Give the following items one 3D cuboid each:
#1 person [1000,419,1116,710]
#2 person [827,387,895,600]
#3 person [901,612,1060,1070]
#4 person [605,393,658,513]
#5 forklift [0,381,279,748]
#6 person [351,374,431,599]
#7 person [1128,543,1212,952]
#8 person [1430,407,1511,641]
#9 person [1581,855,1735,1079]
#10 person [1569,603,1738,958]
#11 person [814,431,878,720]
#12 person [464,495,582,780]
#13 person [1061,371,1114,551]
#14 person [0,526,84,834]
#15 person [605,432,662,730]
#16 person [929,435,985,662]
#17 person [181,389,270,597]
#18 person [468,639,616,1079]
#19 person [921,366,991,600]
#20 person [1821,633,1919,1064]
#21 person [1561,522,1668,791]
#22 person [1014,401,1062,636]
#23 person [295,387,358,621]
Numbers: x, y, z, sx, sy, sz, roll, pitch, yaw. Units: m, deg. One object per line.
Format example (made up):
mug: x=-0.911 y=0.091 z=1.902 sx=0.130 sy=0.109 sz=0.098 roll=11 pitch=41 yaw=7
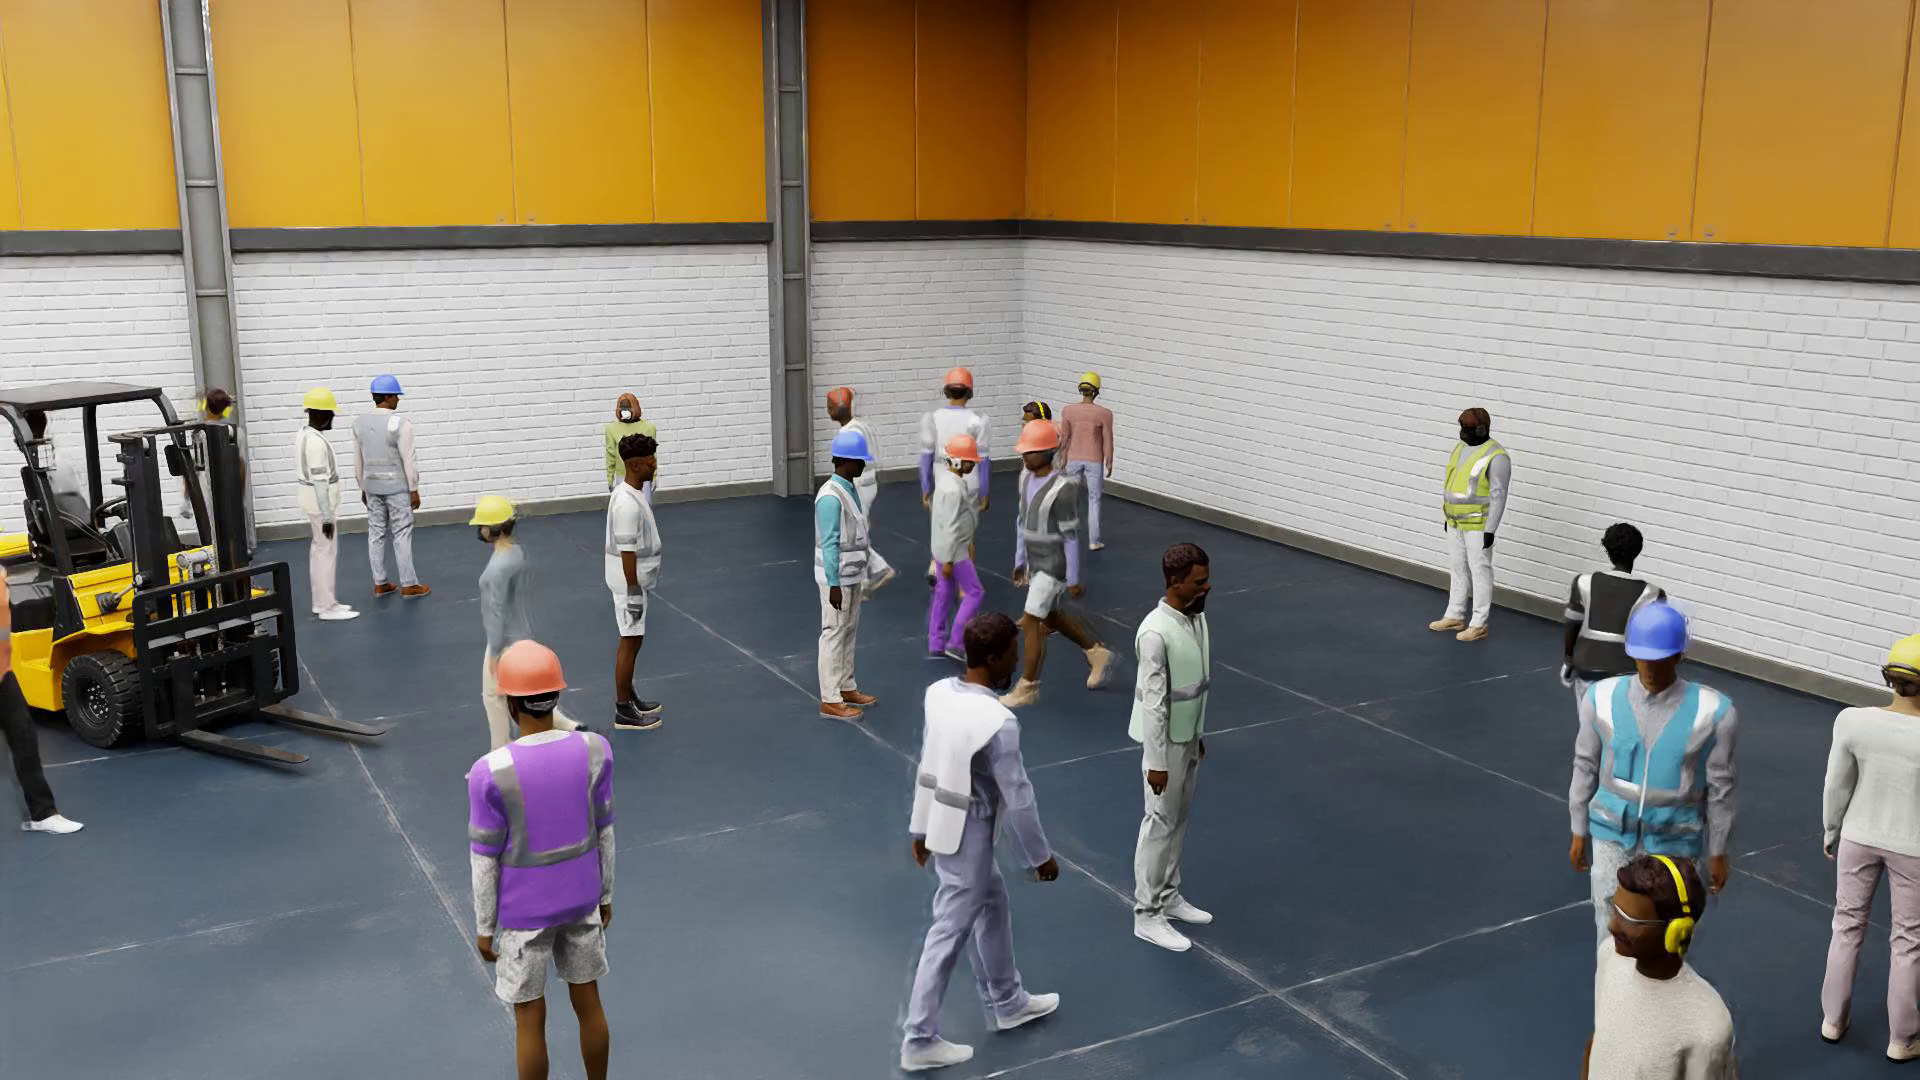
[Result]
person: x=0.678 y=0.153 z=11.348 sx=0.930 sy=2.009 sz=0.610 roll=-5 pitch=13 yaw=-22
person: x=-0.879 y=-0.387 z=14.211 sx=0.485 sy=1.865 sz=0.580 roll=-2 pitch=12 yaw=-11
person: x=0.137 y=1.203 z=6.704 sx=0.902 sy=1.879 sz=0.594 roll=-5 pitch=13 yaw=-22
person: x=-3.088 y=-0.583 z=15.678 sx=0.494 sy=1.624 sz=0.281 roll=0 pitch=12 yaw=2
forklift: x=-5.853 y=0.085 z=11.199 sx=2.313 sy=2.155 sz=1.214 roll=7 pitch=14 yaw=28
person: x=-4.913 y=-0.453 z=14.319 sx=0.604 sy=1.942 sz=0.402 roll=4 pitch=13 yaw=19
person: x=0.994 y=0.945 z=7.821 sx=0.377 sy=1.916 sz=0.599 roll=6 pitch=13 yaw=26
person: x=4.003 y=-0.131 z=13.063 sx=0.430 sy=1.838 sz=0.620 roll=-4 pitch=13 yaw=-19
person: x=1.883 y=1.694 z=4.490 sx=0.796 sy=1.850 sz=0.522 roll=-2 pitch=12 yaw=-7
person: x=2.750 y=1.181 z=6.664 sx=0.627 sy=1.926 sz=0.472 roll=8 pitch=14 yaw=33
person: x=-0.769 y=0.232 z=11.124 sx=0.415 sy=1.939 sz=0.605 roll=3 pitch=12 yaw=13
person: x=-2.652 y=0.586 z=9.902 sx=0.611 sy=1.747 sz=0.532 roll=-1 pitch=12 yaw=-3
person: x=1.240 y=-0.767 z=16.237 sx=0.532 sy=1.757 sz=0.336 roll=4 pitch=13 yaw=17
person: x=-5.380 y=0.705 z=9.025 sx=0.961 sy=1.892 sz=0.579 roll=2 pitch=12 yaw=11
person: x=-2.133 y=0.264 z=10.923 sx=0.380 sy=1.957 sz=0.607 roll=-2 pitch=12 yaw=-9
person: x=-0.011 y=0.066 z=12.394 sx=0.515 sy=1.727 sz=0.579 roll=-2 pitch=12 yaw=-11
person: x=-6.294 y=-0.351 z=14.114 sx=0.342 sy=1.838 sz=0.650 roll=9 pitch=15 yaw=37
person: x=-1.520 y=1.310 z=6.078 sx=0.543 sy=1.931 sz=0.386 roll=-9 pitch=15 yaw=-37
person: x=-0.049 y=-0.458 z=14.169 sx=0.606 sy=2.025 sz=0.642 roll=5 pitch=13 yaw=22
person: x=3.805 y=1.244 z=6.786 sx=0.329 sy=1.765 sz=0.533 roll=-12 pitch=17 yaw=-43
person: x=3.693 y=0.731 z=9.347 sx=0.563 sy=1.676 sz=0.631 roll=10 pitch=16 yaw=40
person: x=0.632 y=-0.170 z=13.163 sx=0.315 sy=1.869 sz=0.526 roll=-5 pitch=13 yaw=-24
person: x=-5.218 y=-0.299 z=13.648 sx=0.378 sy=1.923 sz=0.618 roll=-6 pitch=14 yaw=-27
